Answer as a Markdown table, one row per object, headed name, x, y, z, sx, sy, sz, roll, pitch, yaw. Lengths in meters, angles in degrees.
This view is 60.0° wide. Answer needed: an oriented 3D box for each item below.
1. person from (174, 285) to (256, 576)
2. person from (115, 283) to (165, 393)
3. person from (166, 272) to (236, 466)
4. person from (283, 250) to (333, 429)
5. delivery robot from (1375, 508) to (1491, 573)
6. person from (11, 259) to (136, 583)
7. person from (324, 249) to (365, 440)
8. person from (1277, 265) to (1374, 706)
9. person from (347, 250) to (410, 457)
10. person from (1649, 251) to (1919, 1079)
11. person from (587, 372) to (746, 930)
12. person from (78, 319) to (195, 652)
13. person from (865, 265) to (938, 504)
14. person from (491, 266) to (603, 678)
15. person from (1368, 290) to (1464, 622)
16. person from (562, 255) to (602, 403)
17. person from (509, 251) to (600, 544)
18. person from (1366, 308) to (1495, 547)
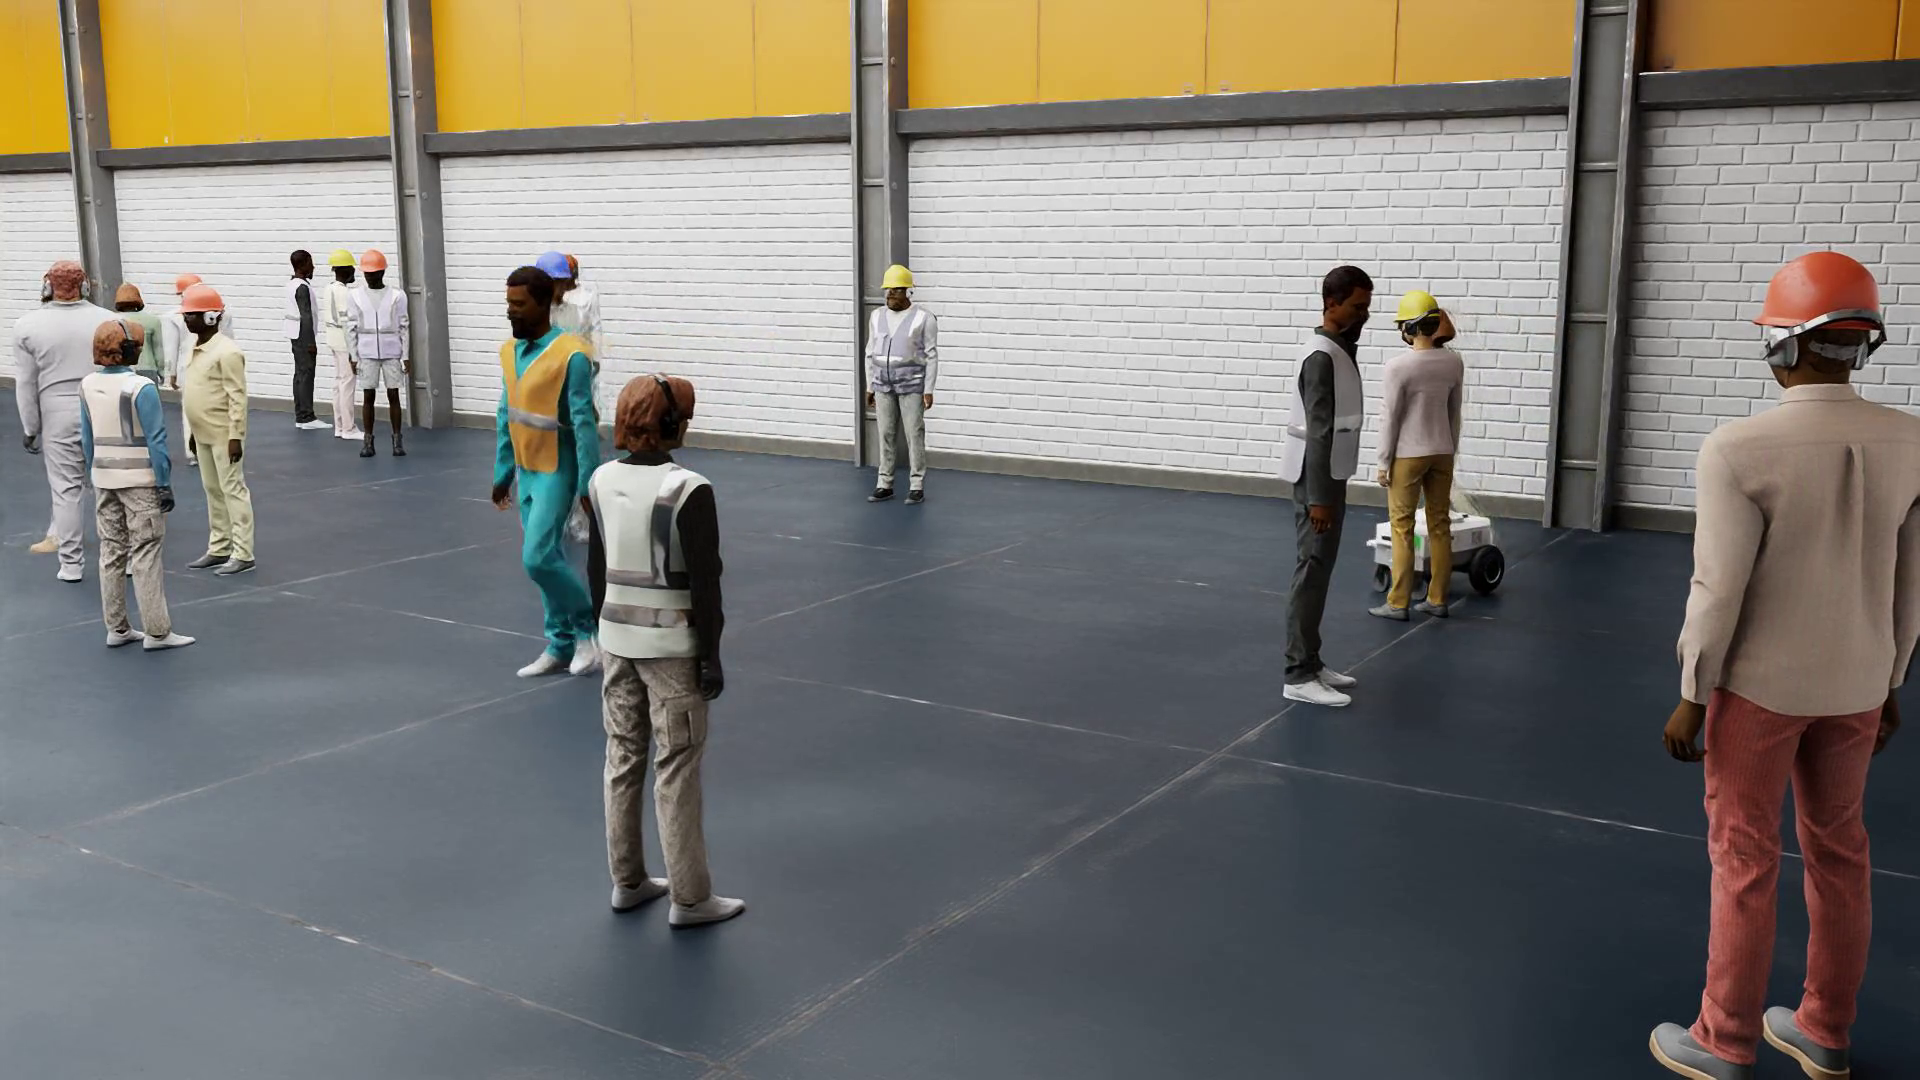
| name | x | y | z | sx | sy | sz | roll | pitch | yaw |
| --- | --- | --- | --- | --- | --- | --- | --- | --- | --- |
| person | -4.535 | -0.664 | 10.099 | 0.562 | 1.753 | 0.334 | 9 | 13 | 40 |
| person | -7.513 | -1.517 | 15.165 | 0.500 | 1.633 | 0.283 | -8 | 13 | -37 |
| person | -6.804 | -1.532 | 14.959 | 0.612 | 1.736 | 0.391 | -9 | 13 | -40 |
| person | -7.060 | -2.151 | 17.891 | 0.392 | 1.919 | 0.591 | -7 | 12 | -33 |
| delivery robot | 2.713 | -0.010 | 9.542 | 0.707 | 0.478 | 0.477 | -8 | 13 | -36 |
| person | -5.221 | -0.700 | 9.881 | 0.639 | 1.910 | 0.402 | -5 | 12 | -28 |
| person | -6.238 | -1.979 | 16.901 | 0.359 | 1.930 | 0.592 | -7 | 12 | -33 |
| person | 1.598 | -0.244 | 7.337 | 0.379 | 1.912 | 0.591 | 3 | 11 | 18 |
| person | -5.423 | -1.736 | 15.554 | 0.547 | 1.930 | 0.382 | -3 | 11 | -15 |
| person | 1.955 | 0.332 | 3.915 | 0.621 | 1.994 | 0.381 | -2 | 10 | -12 |
| person | -0.896 | 0.328 | 4.921 | 0.514 | 1.641 | 0.315 | 8 | 13 | 36 |
| person | -4.089 | -0.262 | 8.196 | 0.521 | 1.640 | 0.307 | 4 | 11 | 22 |
| person | -0.468 | -1.189 | 12.794 | 0.600 | 1.831 | 0.404 | 4 | 11 | 23 |
| person | -1.908 | -0.296 | 7.647 | 0.446 | 1.904 | 0.601 | -9 | 14 | -42 |
| person | 2.429 | -0.441 | 8.863 | 0.524 | 1.761 | 0.339 | -4 | 11 | -23 |
| person | -3.617 | -1.702 | 15.496 | 0.584 | 1.882 | 0.337 | 2 | 11 | 13 |
| person | -2.673 | -0.921 | 10.989 | 0.602 | 1.949 | 0.390 | -9 | 13 | -40 |
| person | 3.068 | -0.694 | 10.698 | 0.804 | 1.600 | 0.514 | 4 | 11 | 23 |
